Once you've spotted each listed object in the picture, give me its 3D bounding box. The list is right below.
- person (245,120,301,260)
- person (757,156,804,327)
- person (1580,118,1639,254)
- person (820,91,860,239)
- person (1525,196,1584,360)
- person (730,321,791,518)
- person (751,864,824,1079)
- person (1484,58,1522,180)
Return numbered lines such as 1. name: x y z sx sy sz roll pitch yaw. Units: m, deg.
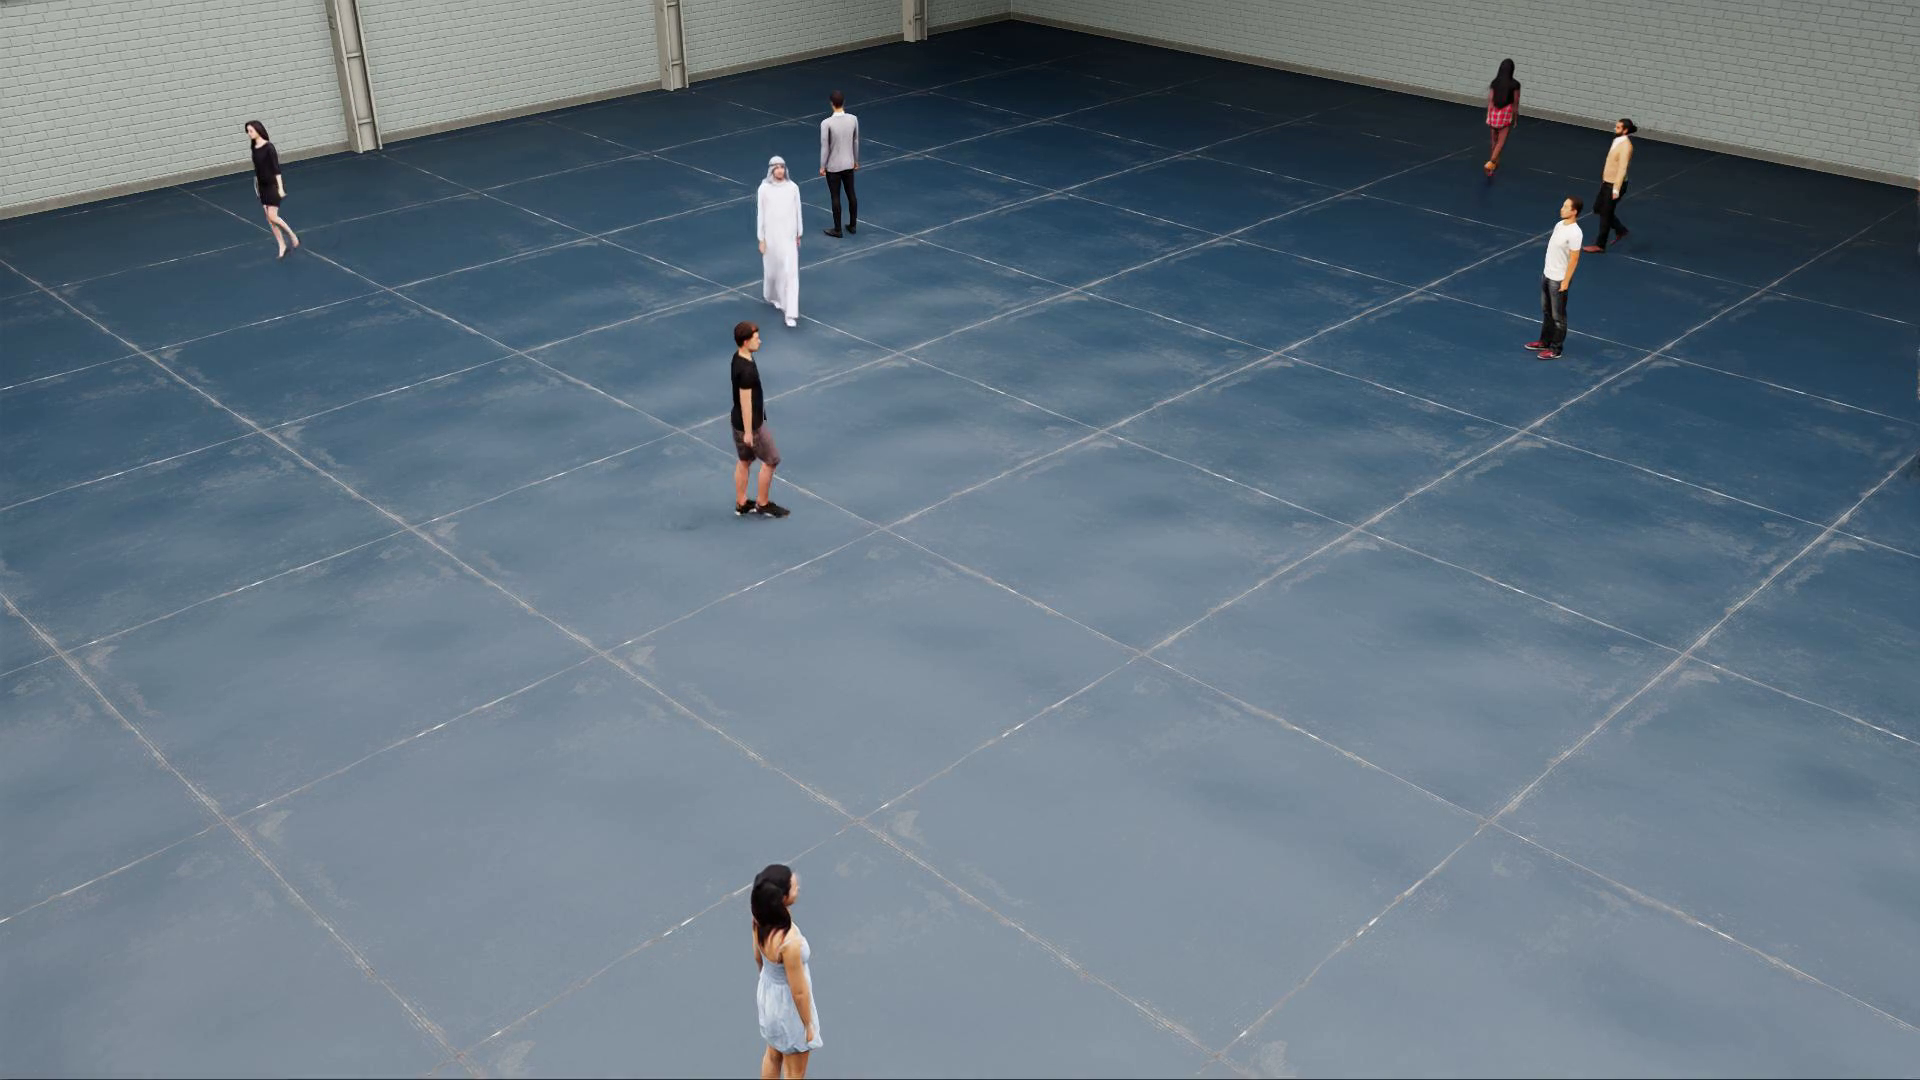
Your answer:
1. person: -8.692 -4.450 21.157 0.681 1.787 0.731 17 32 29
2. person: -2.108 -3.500 19.262 1.298 1.891 1.190 -7 29 -13
3. person: 8.477 -4.550 21.387 0.974 1.748 0.930 3 28 6
4. person: -1.579 -4.977 22.005 0.611 1.921 0.830 -19 34 -32
5. person: 6.565 -2.884 18.198 0.747 1.804 0.723 -4 28 -7
6. person: -1.949 -1.049 14.706 0.859 1.847 0.817 -8 29 -15
7. person: -0.897 2.355 8.438 0.573 1.731 0.618 -19 33 -31
8. person: 7.954 -6.178 24.500 0.693 1.694 1.173 20 34 33
